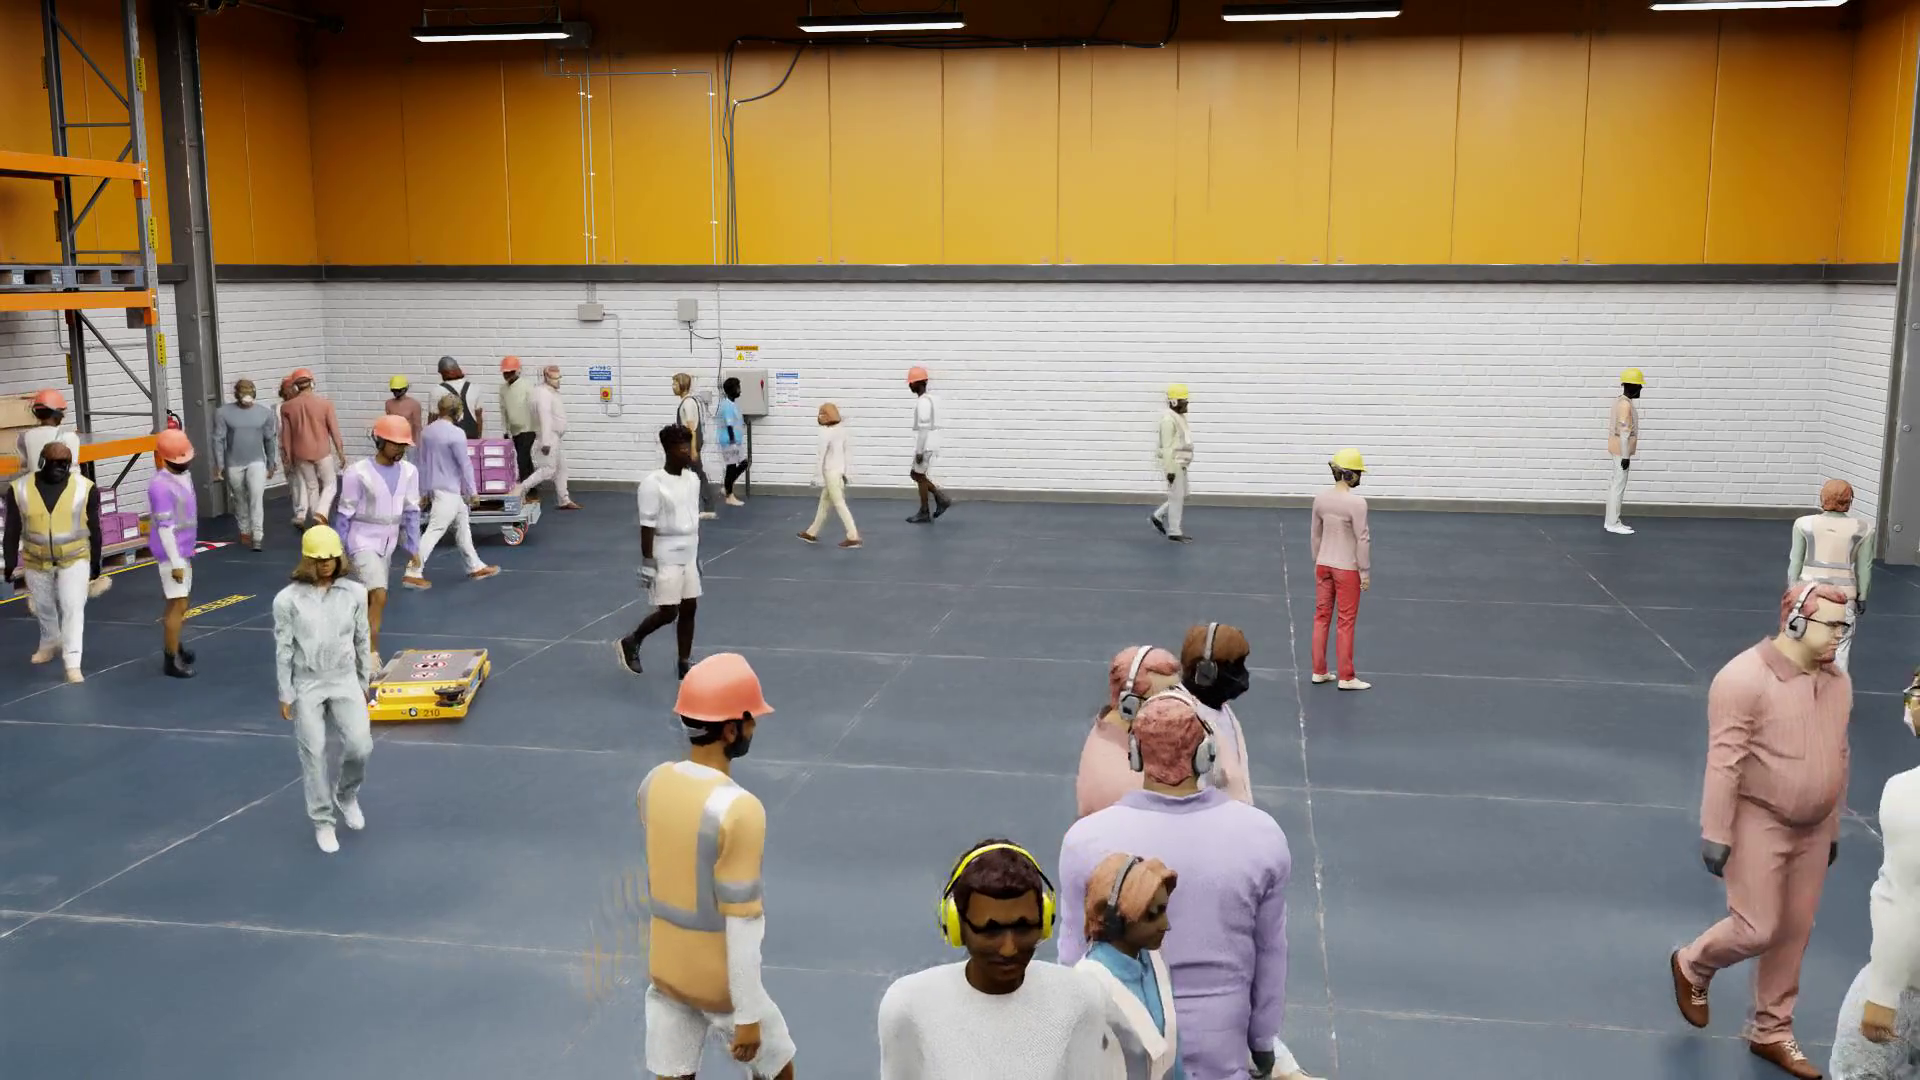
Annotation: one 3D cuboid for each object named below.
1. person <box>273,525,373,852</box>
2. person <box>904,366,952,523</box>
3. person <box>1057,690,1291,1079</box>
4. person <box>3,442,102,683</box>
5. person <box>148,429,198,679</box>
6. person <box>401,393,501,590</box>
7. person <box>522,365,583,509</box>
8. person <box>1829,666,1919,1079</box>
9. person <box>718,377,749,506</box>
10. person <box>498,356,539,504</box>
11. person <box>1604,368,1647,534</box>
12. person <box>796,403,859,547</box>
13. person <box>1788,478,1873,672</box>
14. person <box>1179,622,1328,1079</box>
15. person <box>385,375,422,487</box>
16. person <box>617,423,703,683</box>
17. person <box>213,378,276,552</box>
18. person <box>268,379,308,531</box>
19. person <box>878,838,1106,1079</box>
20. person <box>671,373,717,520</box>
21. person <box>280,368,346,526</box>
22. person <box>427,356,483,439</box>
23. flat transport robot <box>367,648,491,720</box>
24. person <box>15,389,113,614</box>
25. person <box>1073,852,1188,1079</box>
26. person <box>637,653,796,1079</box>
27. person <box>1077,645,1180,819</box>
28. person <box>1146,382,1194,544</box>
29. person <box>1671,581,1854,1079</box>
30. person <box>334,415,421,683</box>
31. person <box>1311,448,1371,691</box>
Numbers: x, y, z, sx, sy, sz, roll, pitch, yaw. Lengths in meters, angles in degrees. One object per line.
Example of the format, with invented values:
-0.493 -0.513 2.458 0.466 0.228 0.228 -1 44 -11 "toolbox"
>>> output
-3.323 0.777 8.721 0.496 1.735 0.373 -6 11 -32 "person"
-0.427 -1.143 20.036 0.493 1.912 0.568 0 9 1 "person"
0.570 1.353 4.598 0.644 1.904 0.399 -1 9 -7 "person"
-6.811 0.133 12.546 0.671 1.798 0.859 -3 10 -19 "person"
-5.879 0.087 12.528 0.438 1.887 0.738 -2 9 -10 "person"
-4.961 -0.470 16.023 1.064 1.884 0.616 -7 12 -39 "person"
-5.257 -1.285 21.059 0.790 1.875 0.682 -1 9 -7 "person"
2.904 1.281 4.961 0.654 1.926 0.440 -4 10 -26 "person"
-2.928 -1.262 21.492 0.368 1.680 0.542 1 9 4 "person"
-5.760 -1.404 21.595 0.652 1.950 0.764 6 11 32 "person"
7.744 -1.038 19.358 0.384 1.924 0.593 3 10 17 "person"
-1.464 -0.718 18.405 0.846 1.579 0.517 4 10 23 "person"
5.950 0.393 11.409 0.509 1.629 0.314 5 10 27 "person"
0.853 1.183 6.050 0.996 1.792 0.628 5 10 28 "person"
-7.072 -1.221 21.070 0.561 1.737 0.602 2 9 13 "person"
-2.154 0.109 12.163 0.638 1.952 0.610 5 10 28 "person"
-7.848 -0.836 18.286 0.642 1.890 1.061 -4 10 -24 "person"
-7.887 -1.015 19.704 0.591 1.791 1.146 -2 9 -10 "person"
0.098 1.554 3.529 0.563 1.841 0.796 -2 9 -13 "person"
-3.412 -1.126 20.271 0.918 1.803 0.533 -1 9 -5 "person"
-7.315 -0.961 18.800 0.686 1.950 0.635 -1 9 -5 "person"
-6.415 -1.372 21.082 0.682 2.000 1.039 -7 12 -38 "person"
-3.769 1.001 11.833 0.652 0.197 1.431 -1 9 -8 "flat transport robot"
-8.159 -0.368 15.023 0.635 1.982 1.067 1 9 6 "person"
0.324 1.556 4.306 0.817 1.608 0.513 4 10 26 "person"
-0.664 1.272 5.084 0.566 1.902 0.889 8 12 42 "person"
0.504 1.244 5.464 0.884 1.868 0.658 1 9 5 "person"
2.379 -0.862 18.616 0.471 1.814 0.611 3 10 19 "person"
3.087 1.076 6.356 0.669 1.890 0.548 -3 10 -21 "person"
-4.317 0.060 12.365 0.891 1.976 0.608 5 10 26 "person"
2.783 0.211 12.127 0.329 1.763 0.523 -6 11 -32 "person"
